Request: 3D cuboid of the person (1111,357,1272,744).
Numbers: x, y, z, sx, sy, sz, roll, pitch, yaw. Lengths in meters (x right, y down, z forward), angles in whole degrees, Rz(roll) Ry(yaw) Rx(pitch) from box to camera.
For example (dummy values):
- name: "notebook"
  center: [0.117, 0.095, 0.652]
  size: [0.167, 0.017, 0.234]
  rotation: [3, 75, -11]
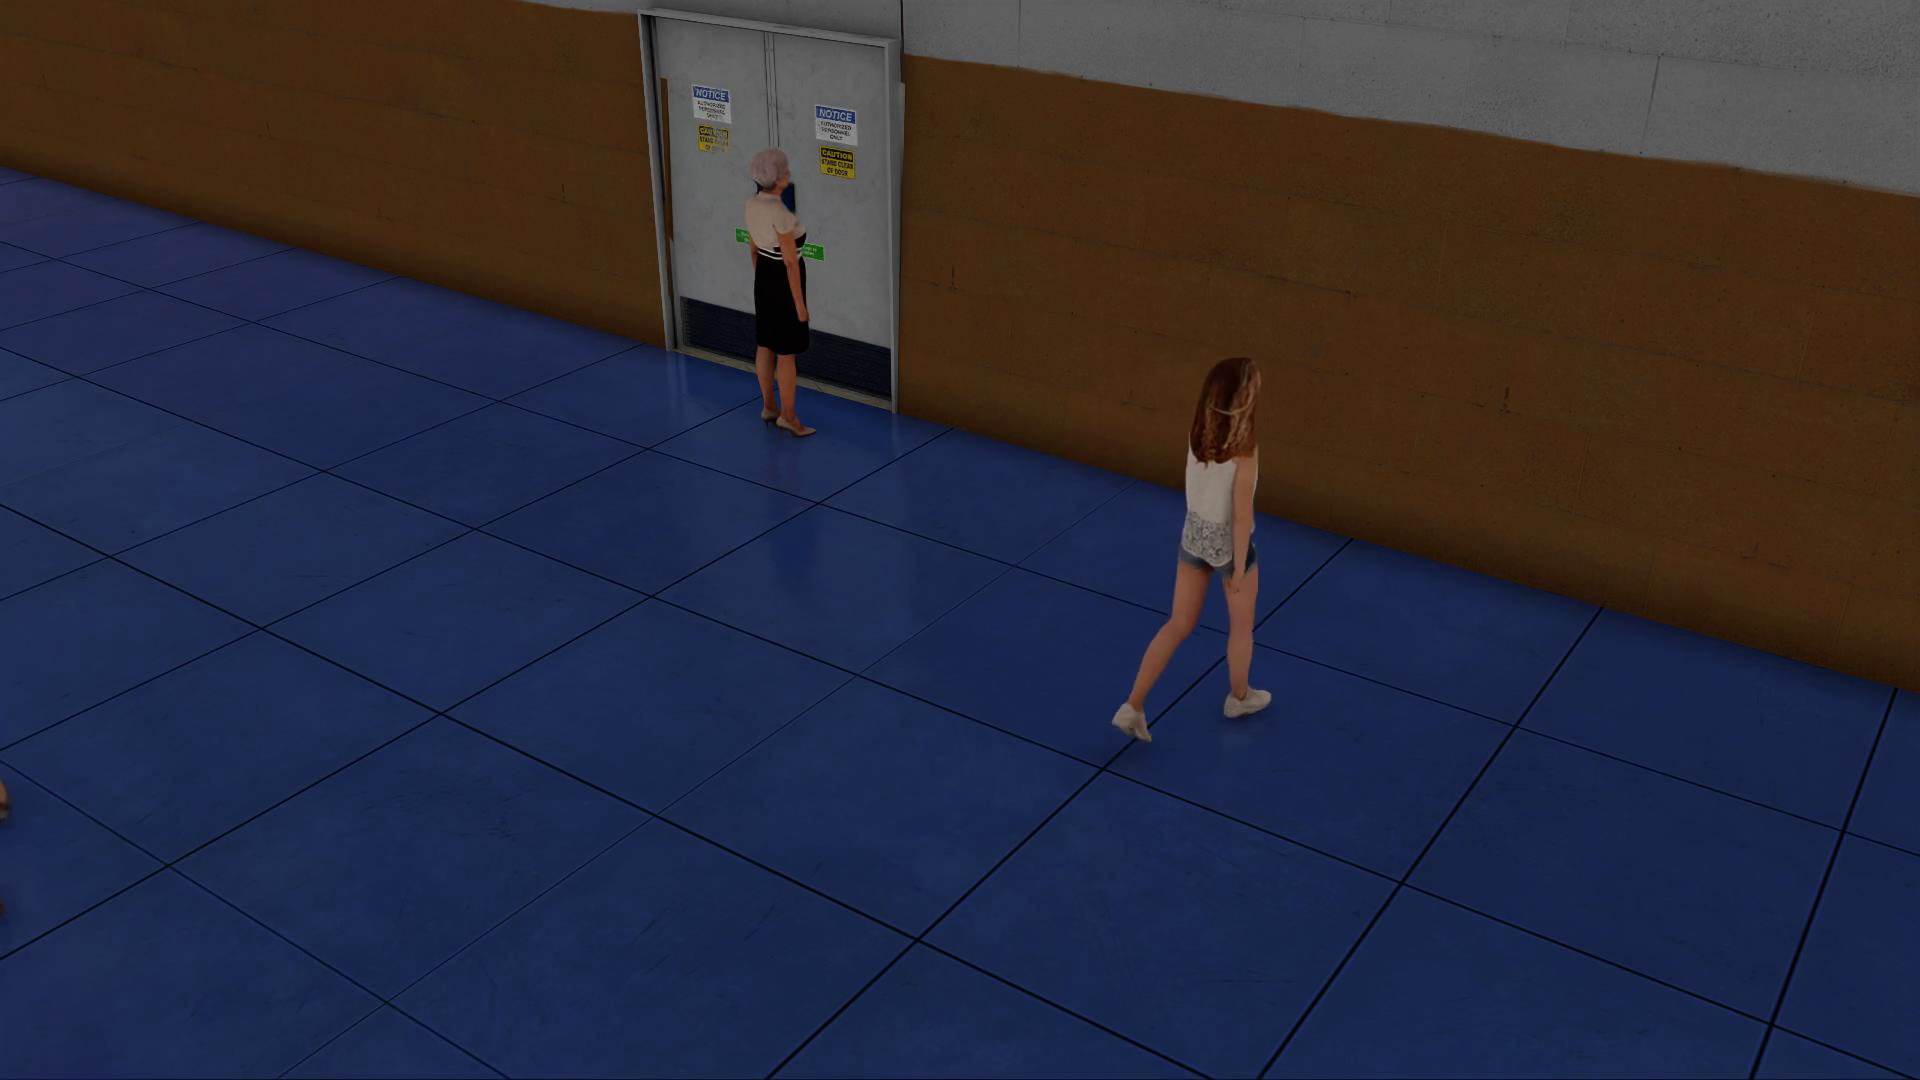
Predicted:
- name: "person"
  center: [0.980, 0.085, 6.927]
  size: [1.169, 1.730, 0.820]
  rotation: [-19, 32, -32]

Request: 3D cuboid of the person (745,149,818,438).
- name: "person"
  center: [-1.095, -1.463, 9.951]
  size: [0.641, 1.756, 0.697]
  rotation: [-19, 32, -32]
